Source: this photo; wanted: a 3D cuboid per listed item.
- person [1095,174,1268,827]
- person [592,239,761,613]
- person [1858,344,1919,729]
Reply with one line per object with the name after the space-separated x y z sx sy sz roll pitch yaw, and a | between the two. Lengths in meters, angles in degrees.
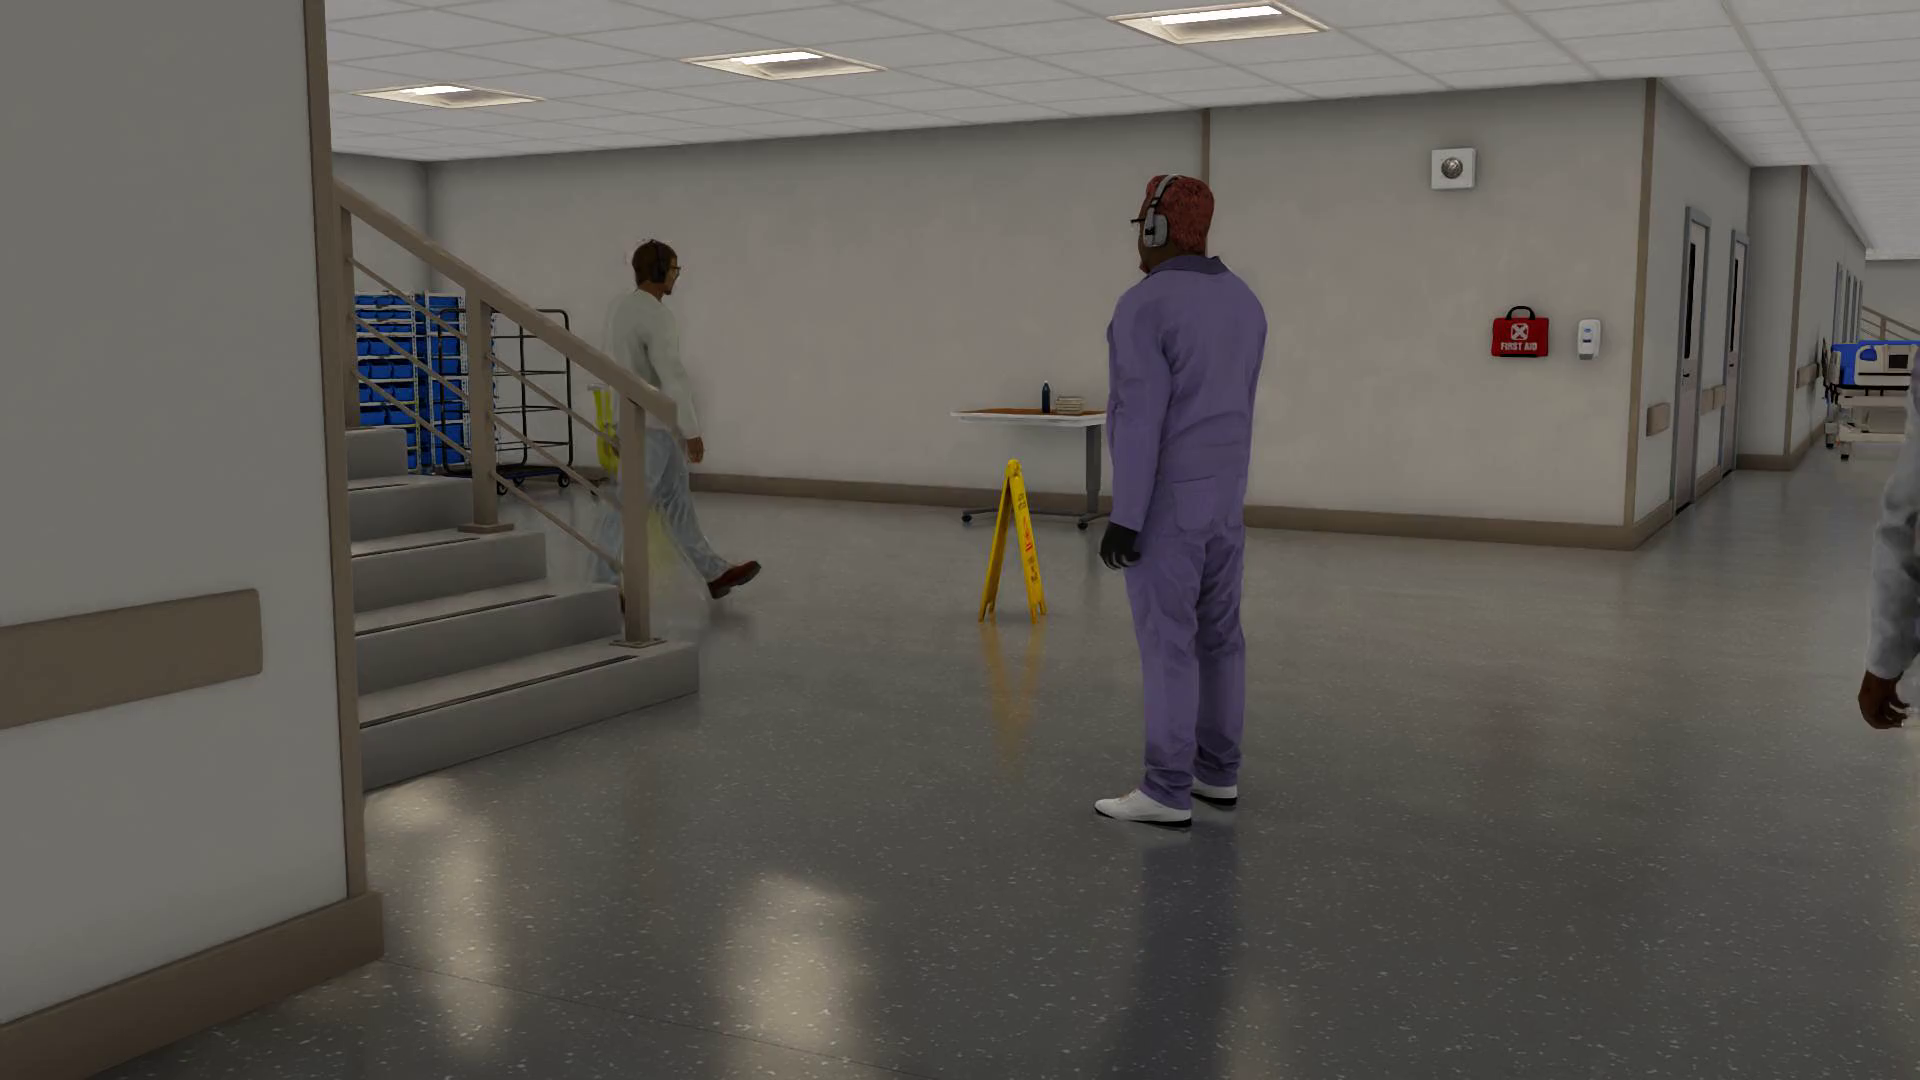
0.627 -0.114 4.938 0.400 1.910 0.643 7 10 42 | person
-1.478 -0.573 8.517 0.988 1.889 0.659 -4 8 -26 | person
1.790 0.218 2.779 0.453 1.800 0.673 -3 8 -19 | person
